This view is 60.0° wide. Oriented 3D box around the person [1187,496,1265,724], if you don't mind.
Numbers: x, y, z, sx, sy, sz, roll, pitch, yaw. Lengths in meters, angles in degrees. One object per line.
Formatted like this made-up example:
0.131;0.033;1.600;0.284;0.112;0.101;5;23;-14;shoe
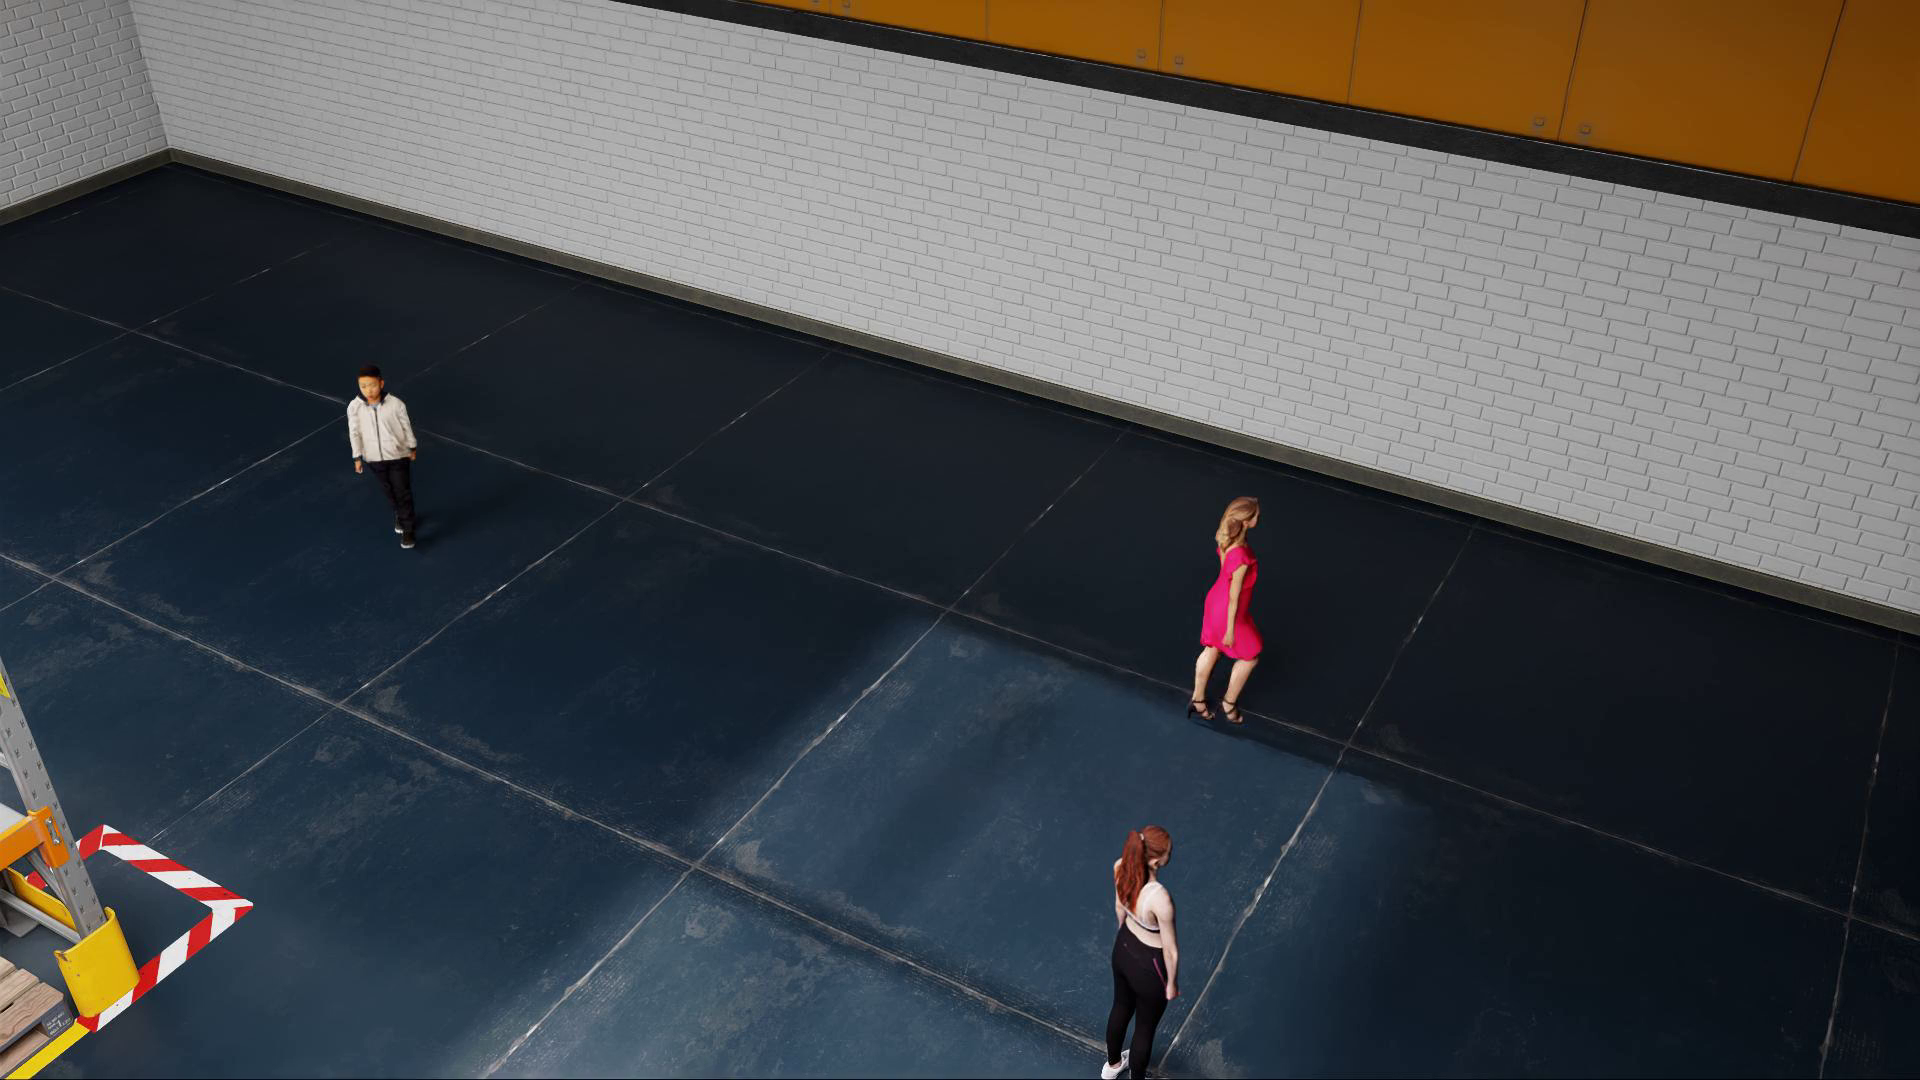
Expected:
1.607;0.472;10.556;0.799;1.712;0.736;-2;34;-4;person

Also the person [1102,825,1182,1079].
0.879;2.069;8.128;0.676;1.740;0.667;-18;38;-25;person

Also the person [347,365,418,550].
-4.321;-0.691;12.555;0.839;1.436;0.925;-4;34;-6;person
